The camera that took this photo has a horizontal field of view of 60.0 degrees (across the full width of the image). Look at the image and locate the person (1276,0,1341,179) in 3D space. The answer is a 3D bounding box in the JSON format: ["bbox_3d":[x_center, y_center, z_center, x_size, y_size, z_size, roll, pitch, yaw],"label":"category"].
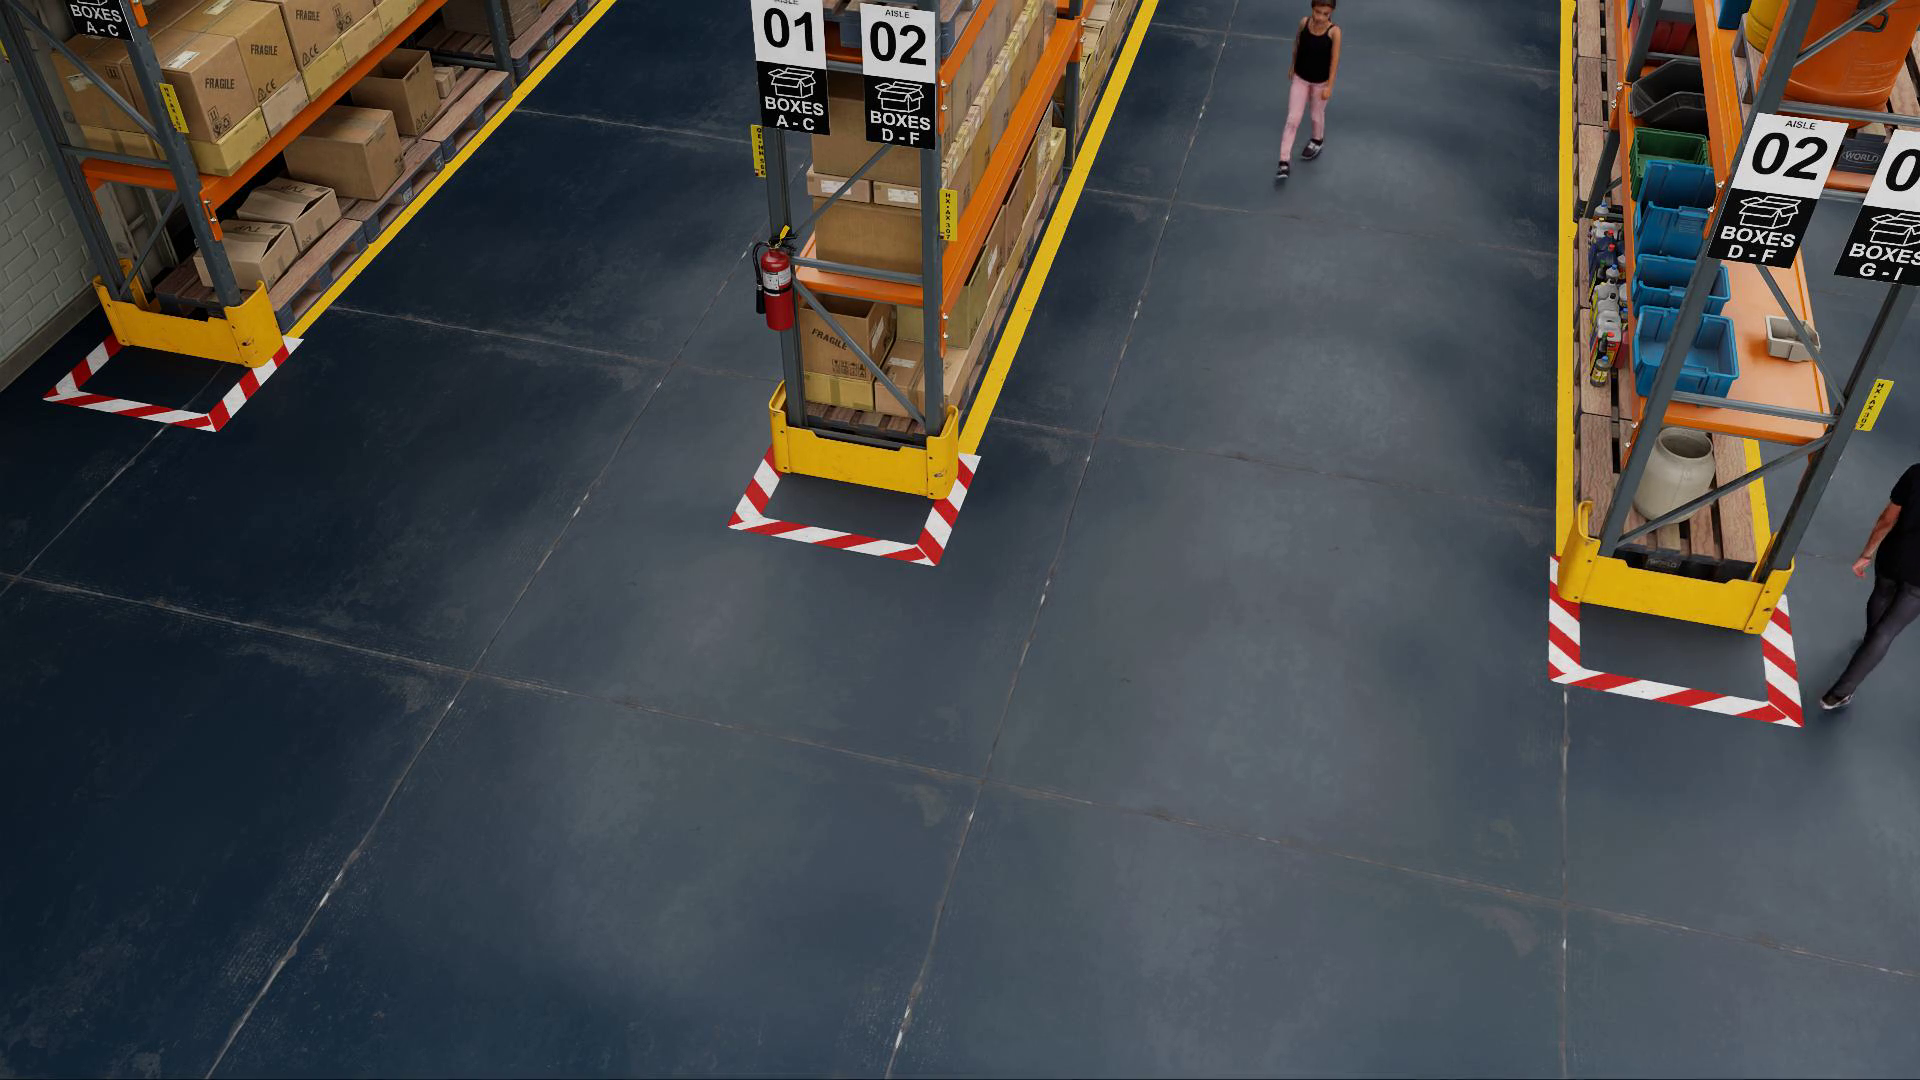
[{"bbox_3d":[2.771,-3.613,13.000,0.677,1.517,1.079,22,47,22],"label":"person"}]

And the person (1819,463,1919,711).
[{"bbox_3d":[4.967,0.175,8.747,1.265,1.785,1.092,-31,51,-29],"label":"person"}]
